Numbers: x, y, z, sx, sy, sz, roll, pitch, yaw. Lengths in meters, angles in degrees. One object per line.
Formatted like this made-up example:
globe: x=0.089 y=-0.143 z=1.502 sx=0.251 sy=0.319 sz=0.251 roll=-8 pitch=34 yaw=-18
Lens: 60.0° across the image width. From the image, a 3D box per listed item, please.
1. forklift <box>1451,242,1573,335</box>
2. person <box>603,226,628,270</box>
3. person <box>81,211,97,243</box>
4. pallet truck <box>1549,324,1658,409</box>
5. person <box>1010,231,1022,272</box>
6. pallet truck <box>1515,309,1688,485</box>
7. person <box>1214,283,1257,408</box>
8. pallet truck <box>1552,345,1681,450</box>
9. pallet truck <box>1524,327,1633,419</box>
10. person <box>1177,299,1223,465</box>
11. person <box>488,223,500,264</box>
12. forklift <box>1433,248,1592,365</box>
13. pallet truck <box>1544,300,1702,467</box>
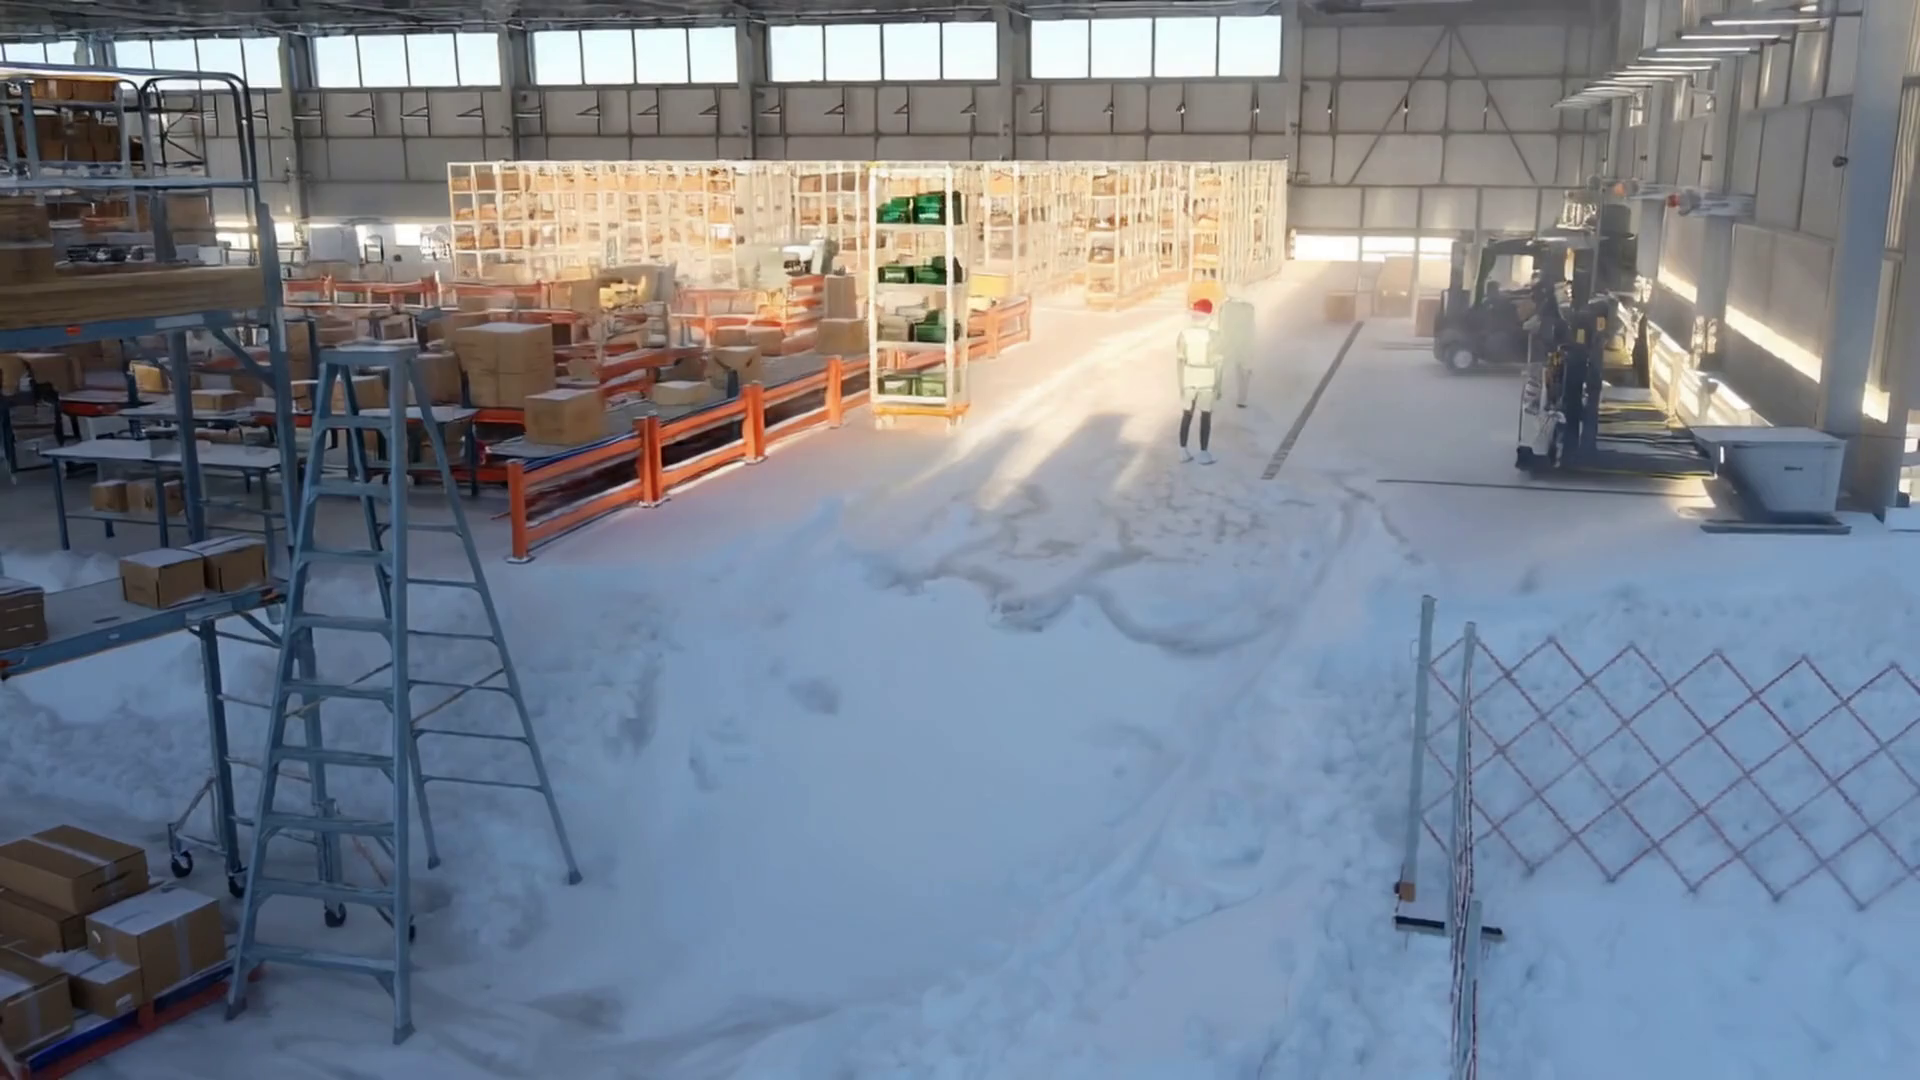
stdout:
forklift: x=10.464 y=-4.597 z=31.405 sx=2.680 sy=1.987 sz=1.157 roll=4 pitch=14 yaw=16
person: x=-9.297 y=-7.498 z=44.811 sx=0.640 sy=1.896 sz=1.022 roll=3 pitch=13 yaw=13
person: x=-29.013 y=-10.002 z=55.532 sx=0.618 sy=1.943 sz=1.026 roll=3 pitch=13 yaw=14
pallet truck: x=9.824 y=-2.669 z=25.407 sx=1.601 sy=1.201 sz=0.680 roll=4 pitch=14 yaw=16
person: x=1.668 y=-8.221 z=48.059 sx=0.531 sy=1.831 sz=0.595 roll=6 pitch=14 yaw=24
pallet truck: x=7.554 y=-1.677 z=19.446 sx=1.885 sy=1.965 sz=0.823 roll=3 pitch=13 yaw=14
person: x=4.139 y=-2.965 z=25.303 sx=0.646 sy=1.871 sz=0.925 roll=-4 pitch=13 yaw=-15
pallet truck: x=8.641 y=-1.896 z=21.908 sx=1.630 sy=1.274 sz=0.653 roll=4 pitch=14 yaw=16
pallet truck: x=9.065 y=-2.460 z=24.370 sx=1.522 sy=1.261 sz=0.704 roll=3 pitch=13 yaw=14
person: x=2.969 y=-1.948 z=20.544 sx=0.608 sy=2.034 sz=0.409 roll=9 pitch=16 yaw=33
person: x=-14.510 y=-9.139 z=52.161 sx=0.919 sy=1.787 sz=0.596 roll=2 pitch=13 yaw=10
forklift: x=9.780 y=-4.111 z=29.280 sx=2.680 sy=1.987 sz=1.157 roll=3 pitch=13 yaw=14
pallet truck: x=8.263 y=-1.952 z=20.631 sx=1.885 sy=1.965 sz=0.823 roll=5 pitch=14 yaw=20
